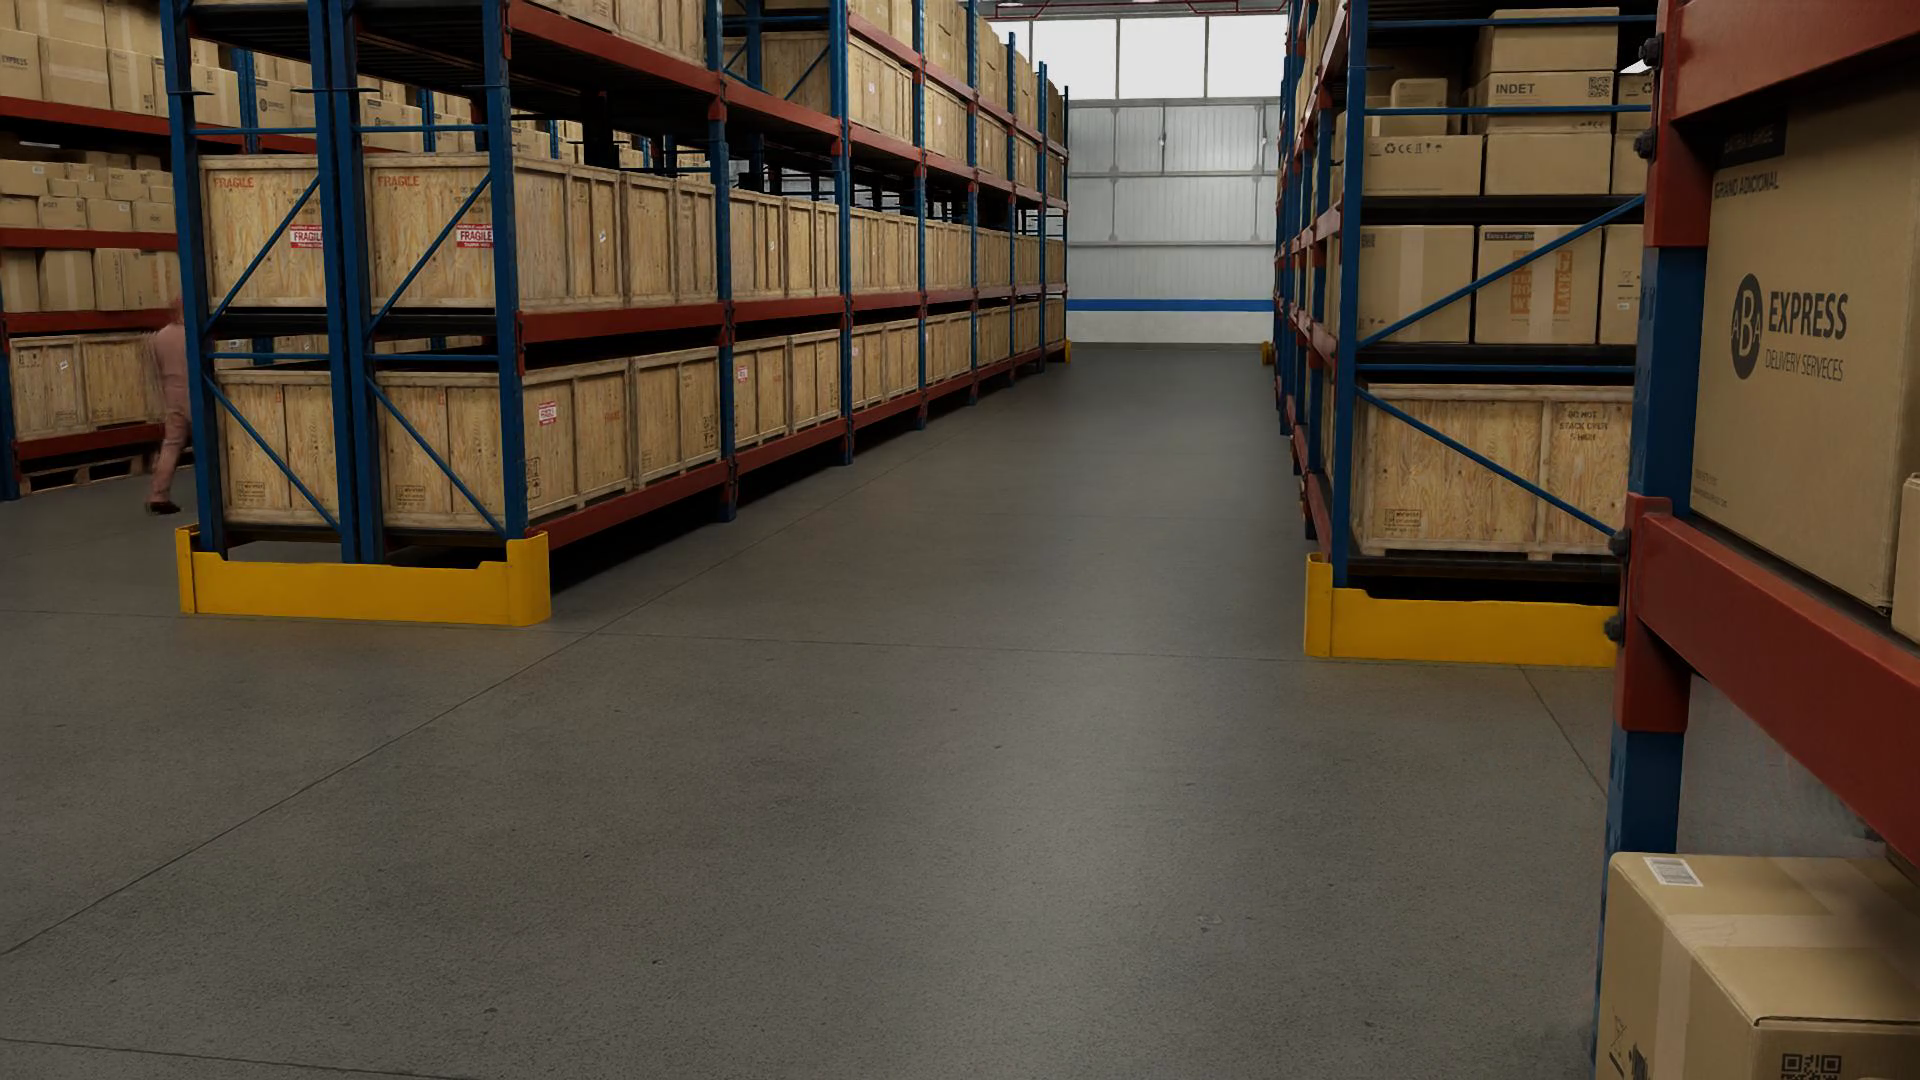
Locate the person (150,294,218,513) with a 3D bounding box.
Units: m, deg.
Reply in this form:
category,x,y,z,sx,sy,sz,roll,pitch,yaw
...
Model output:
category,x,y,z,sx,sy,sz,roll,pitch,yaw
person,-6.510,-1.161,14.069,0.661,1.862,0.985,3,10,19
